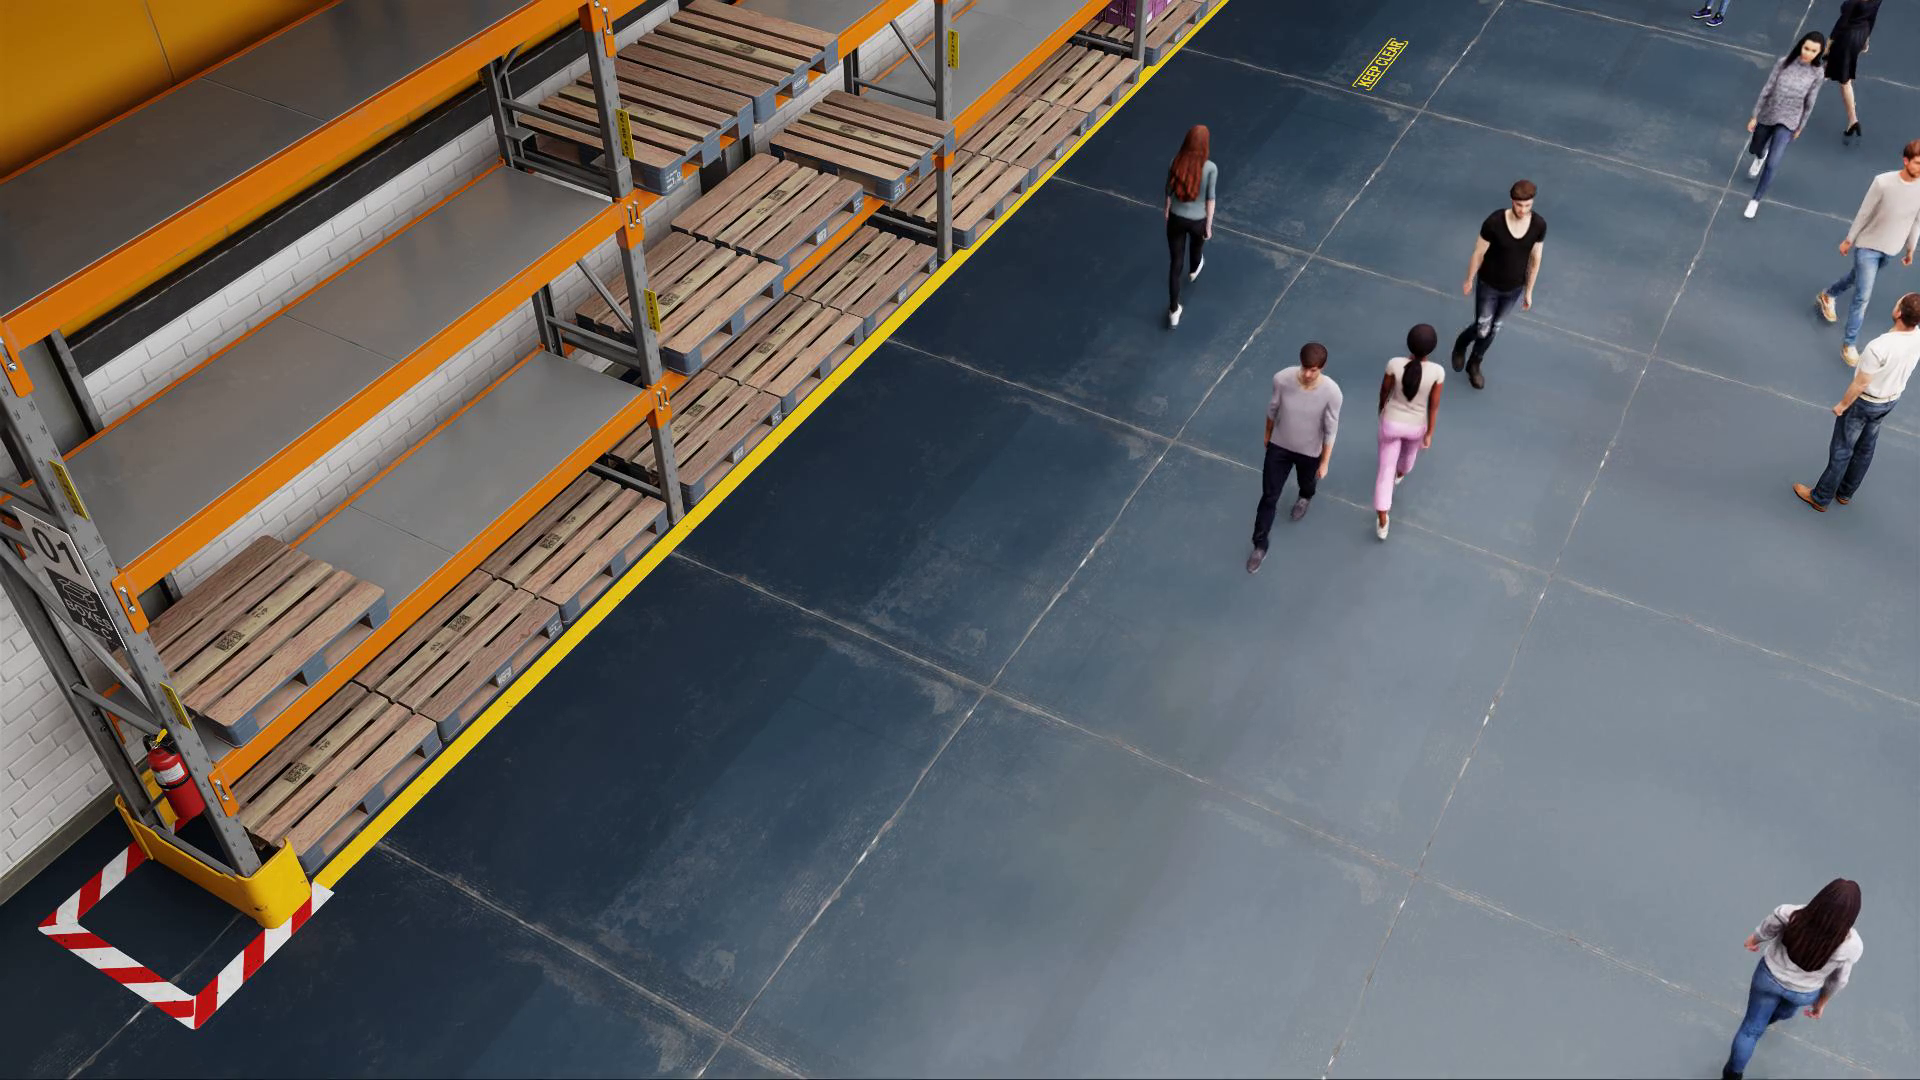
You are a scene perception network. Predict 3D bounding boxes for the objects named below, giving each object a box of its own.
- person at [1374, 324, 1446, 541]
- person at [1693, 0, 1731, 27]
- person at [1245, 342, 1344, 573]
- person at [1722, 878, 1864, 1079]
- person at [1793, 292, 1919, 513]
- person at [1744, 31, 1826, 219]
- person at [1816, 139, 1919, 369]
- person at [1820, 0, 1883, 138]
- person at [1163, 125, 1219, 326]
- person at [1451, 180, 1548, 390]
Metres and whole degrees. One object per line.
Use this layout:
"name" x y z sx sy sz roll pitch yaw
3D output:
"person" 3.137 -0.731 11.839 0.788 1.705 1.139 10 44 10
"person" 8.267 -6.192 17.898 0.628 1.255 0.579 -15 46 -15
"person" 2.418 -0.698 11.743 0.743 1.790 1.216 18 47 18
"person" 4.285 2.370 8.659 0.625 1.602 0.965 20 47 19
"person" 6.573 -0.985 11.997 0.730 1.856 0.810 -14 45 -14
"person" 7.452 -3.841 15.103 0.688 1.707 1.087 26 49 24
"person" 7.418 -2.437 13.518 1.108 1.860 1.291 -2 44 -2
"person" 8.579 -4.676 15.988 1.158 1.694 1.062 -19 47 -19
"person" 1.857 -2.568 13.776 0.757 1.693 1.169 13 45 14
"person" 4.240 -2.076 13.126 0.835 1.878 0.900 0 44 0
